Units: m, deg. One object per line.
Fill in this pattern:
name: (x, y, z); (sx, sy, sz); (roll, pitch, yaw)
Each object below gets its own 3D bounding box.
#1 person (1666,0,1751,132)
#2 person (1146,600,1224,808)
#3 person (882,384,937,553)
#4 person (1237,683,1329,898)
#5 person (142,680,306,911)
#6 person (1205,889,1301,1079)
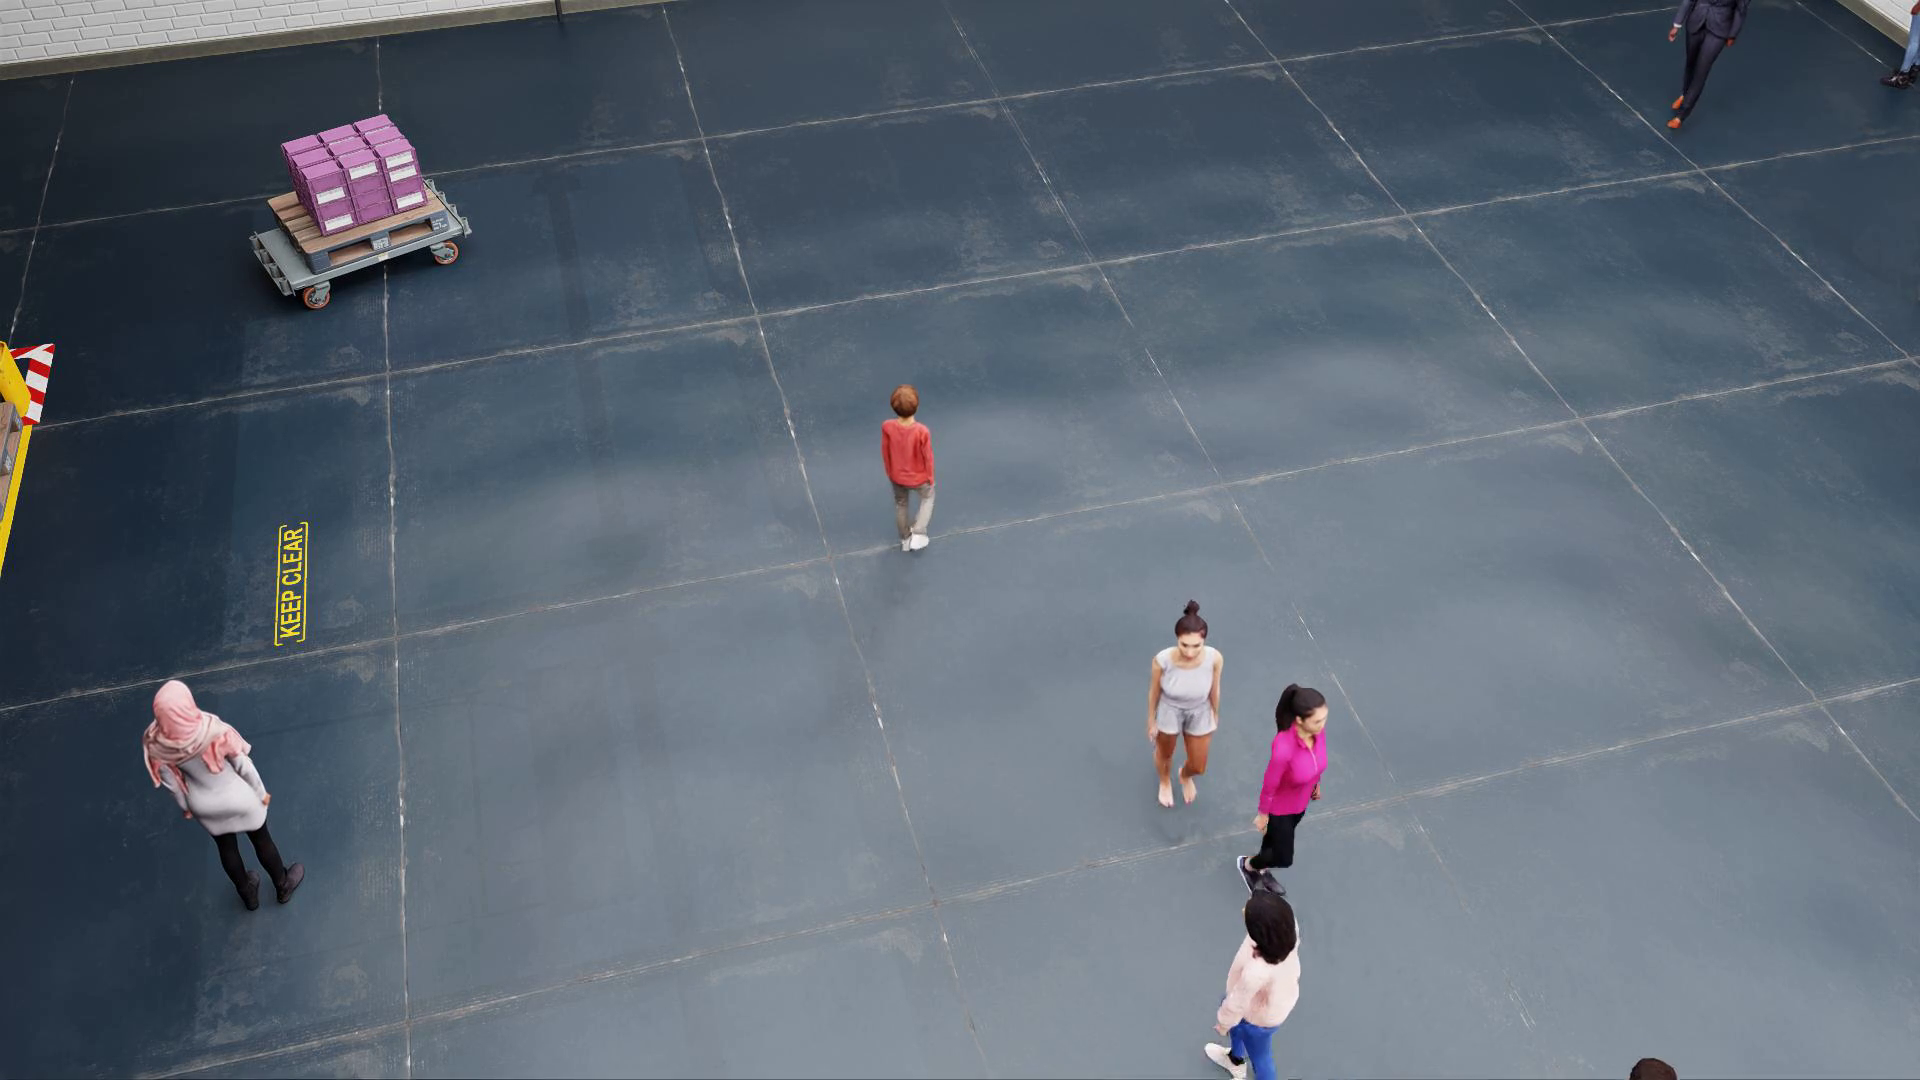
person: (7.101, -4.847, 15.752); (1.218, 1.782, 1.156); (34, 53, 30)
person: (1.302, 0.949, 9.796); (0.654, 1.605, 0.642); (0, 44, 0)
person: (-0.362, -0.434, 11.386); (0.621, 1.414, 0.649); (11, 45, 11)
person: (1.750, 1.391, 9.269); (0.723, 1.692, 0.752); (-34, 53, -31)
person: (-4.068, 1.416, 9.162); (0.649, 1.803, 0.604); (-7, 44, -7)
person: (1.572, 2.334, 8.239); (0.894, 1.748, 0.838); (28, 50, 26)
